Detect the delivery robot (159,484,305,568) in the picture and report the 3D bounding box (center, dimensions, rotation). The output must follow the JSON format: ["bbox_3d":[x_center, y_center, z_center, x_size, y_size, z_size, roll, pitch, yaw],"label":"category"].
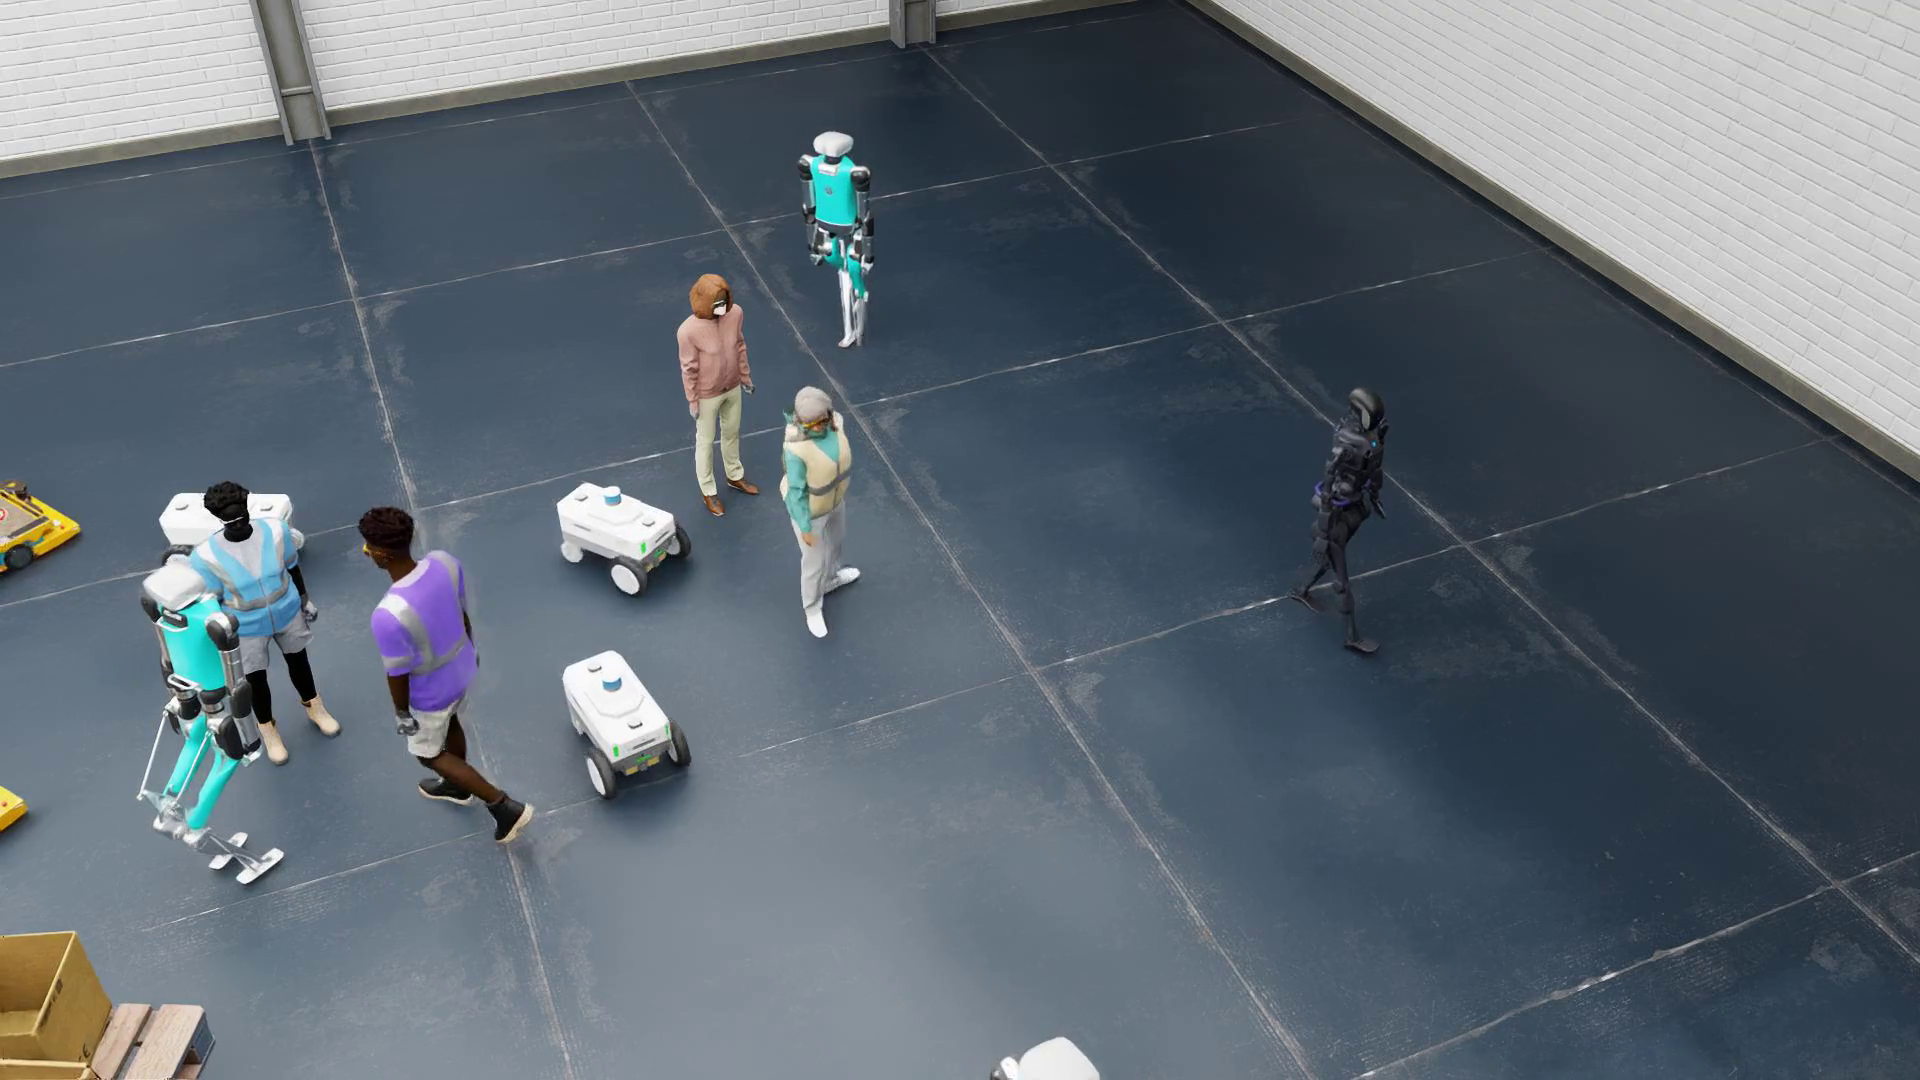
[{"bbox_3d":[-4.465,-0.065,10.138,0.805,0.612,0.499,1,38,1],"label":"delivery robot"}]

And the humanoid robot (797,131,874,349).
[{"bbox_3d":[-0.770,-2.102,11.883,0.538,1.869,0.740,14,40,17],"label":"humanoid robot"}]

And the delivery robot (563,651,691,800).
[{"bbox_3d":[-1.801,0.957,8.809,0.499,0.614,0.812,-22,43,-26],"label":"delivery robot"}]

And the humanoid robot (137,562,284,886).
[{"bbox_3d":[-3.610,0.956,7.767,0.530,1.721,0.721,18,41,22],"label":"humanoid robot"}]

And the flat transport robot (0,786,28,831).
[{"bbox_3d":[-5.454,1.606,8.184,0.659,0.231,1.431,20,42,24],"label":"flat transport robot"}]

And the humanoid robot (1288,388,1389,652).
[{"bbox_3d":[2.225,-0.146,9.334,0.735,1.629,0.609,30,47,33],"label":"humanoid robot"}]

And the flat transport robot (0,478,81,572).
[{"bbox_3d":[-6.201,0.131,10.103,0.659,0.231,1.431,23,43,27],"label":"flat transport robot"}]

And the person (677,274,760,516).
[{"bbox_3d":[-1.500,-0.927,10.358,0.286,1.632,0.498,30,47,33],"label":"person"}]

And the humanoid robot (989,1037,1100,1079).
[{"bbox_3d":[0.513,2.335,6.055,0.881,1.790,0.564,-27,45,-31],"label":"humanoid robot"}]

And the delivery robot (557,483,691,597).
[{"bbox_3d":[-2.074,-0.061,10.103,0.768,0.576,0.499,19,42,23],"label":"delivery robot"}]

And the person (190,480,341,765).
[{"bbox_3d":[-3.586,0.403,8.575,0.530,1.697,0.321,-29,46,-32],"label":"person"}]

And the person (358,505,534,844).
[{"bbox_3d":[-2.496,0.661,8.045,0.702,1.940,0.628,10,39,13],"label":"person"}]

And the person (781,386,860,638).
[{"bbox_3d":[-0.767,-0.232,9.412,0.388,1.681,0.656,20,42,24],"label":"person"}]

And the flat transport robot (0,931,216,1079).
[{"bbox_3d":[-3.784,2.616,6.869,1.431,0.231,0.659,2,38,2],"label":"flat transport robot"}]
